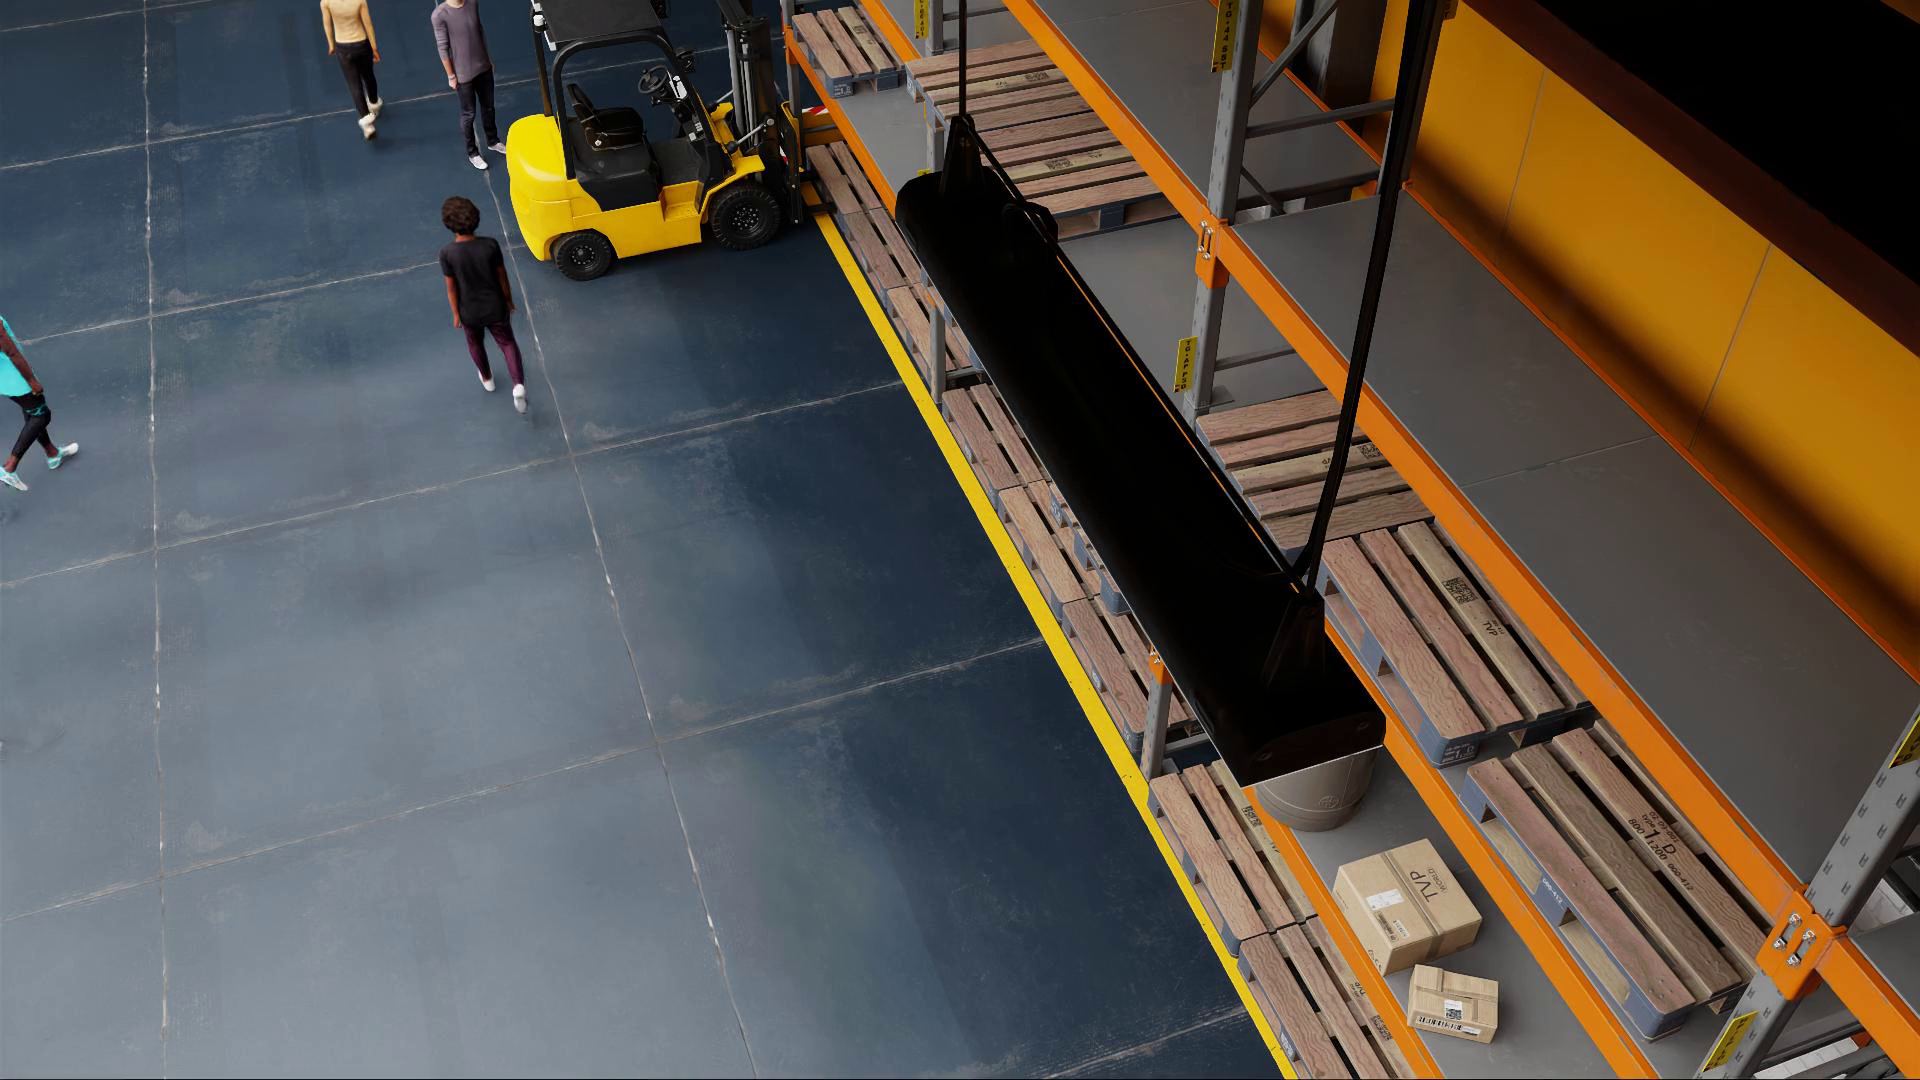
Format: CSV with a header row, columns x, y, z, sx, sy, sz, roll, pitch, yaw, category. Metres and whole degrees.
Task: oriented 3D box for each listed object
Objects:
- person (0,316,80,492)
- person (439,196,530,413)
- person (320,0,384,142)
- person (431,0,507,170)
x,y,z,sx,sy,sz,roll,pitch,yaw,category
-6.858,-1.110,11.884,0.982,1.791,1.027,19,47,19,person
-3.599,-1.749,12.577,0.673,1.761,1.029,-18,46,-18,person
-5.689,-4.568,15.630,0.626,1.632,1.093,-17,46,-17,person
-4.500,-4.342,15.232,0.759,1.854,0.747,25,49,24,person
